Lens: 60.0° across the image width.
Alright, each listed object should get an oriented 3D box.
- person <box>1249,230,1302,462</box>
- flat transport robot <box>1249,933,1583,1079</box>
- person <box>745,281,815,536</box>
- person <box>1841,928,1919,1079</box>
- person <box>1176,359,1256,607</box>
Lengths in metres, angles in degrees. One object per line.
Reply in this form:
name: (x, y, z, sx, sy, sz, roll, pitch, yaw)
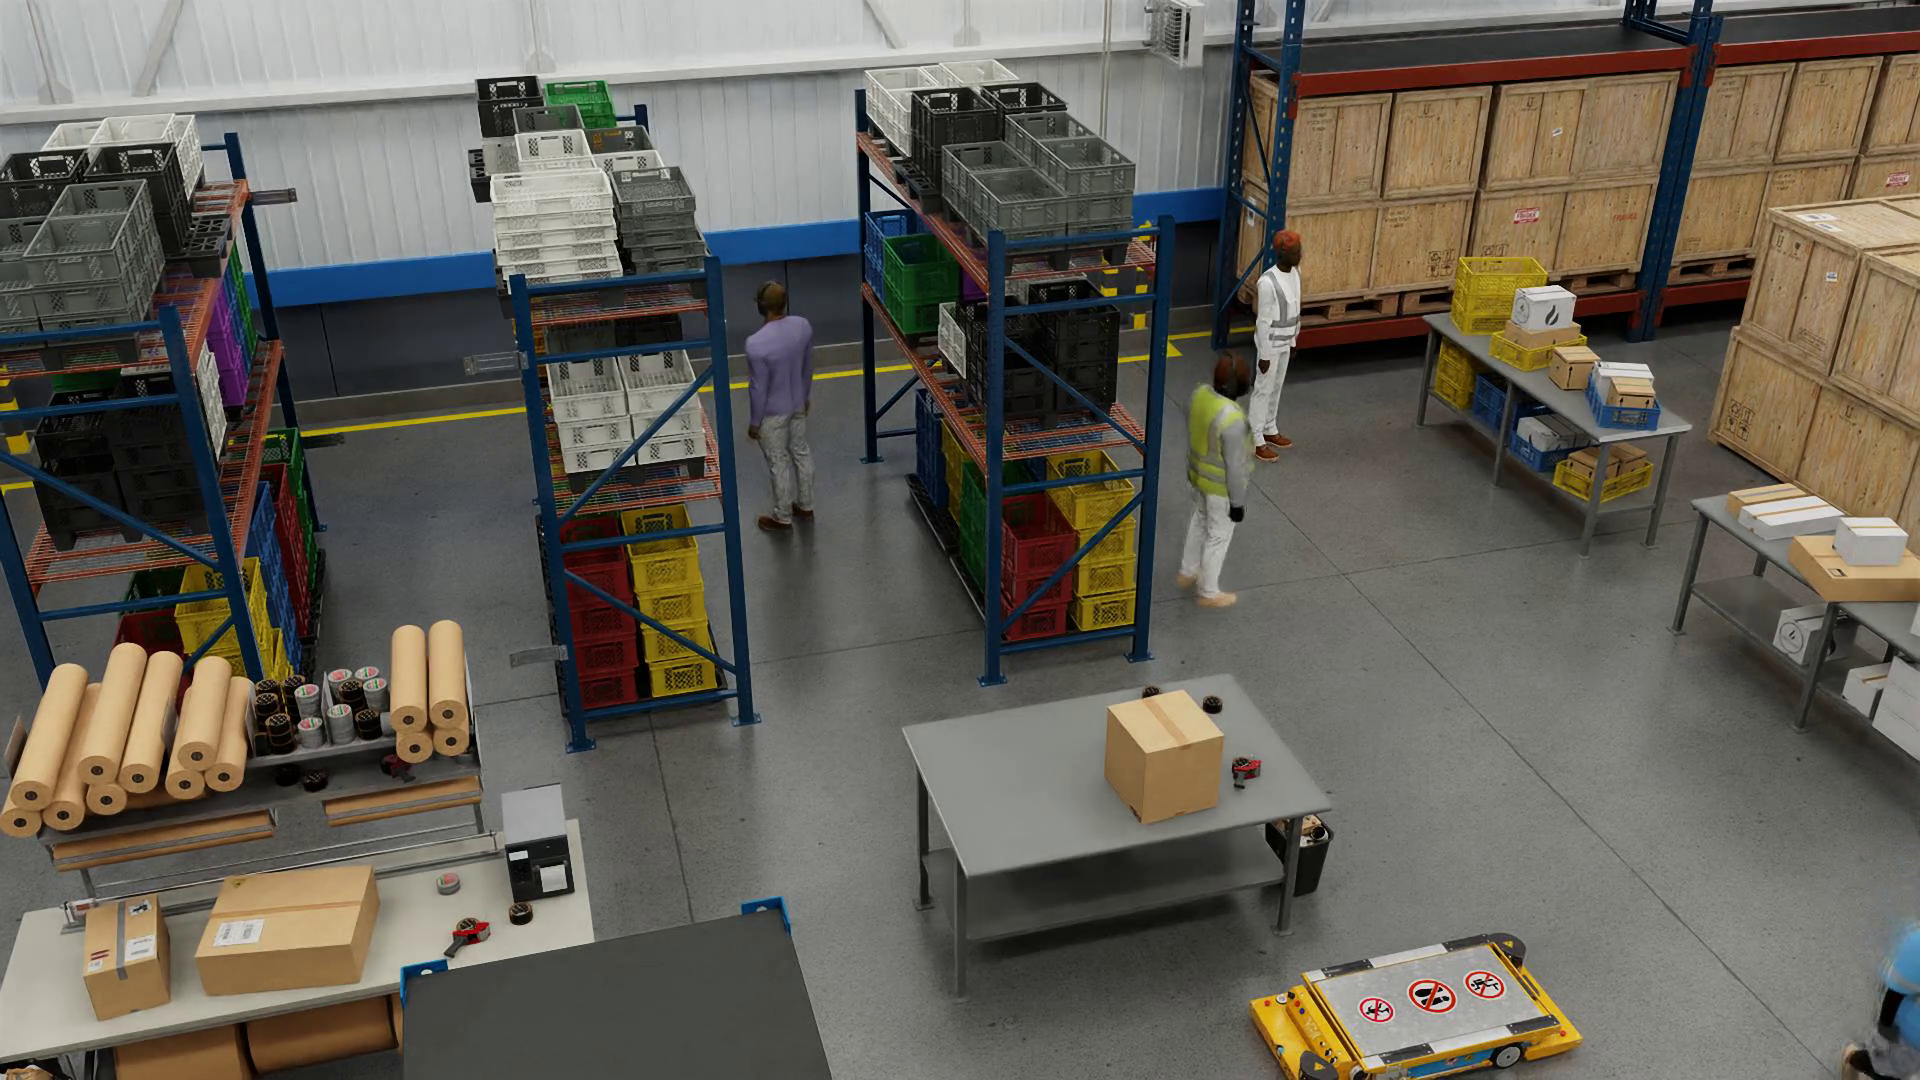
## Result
person: (2.539, -1.562, 13.315, 0.355, 1.883, 0.575, 18, 33, 29)
flat transport robot: (2.184, 2.282, 7.980, 1.431, 0.197, 0.652, -8, 30, -14)
person: (-1.312, -0.965, 12.170, 0.353, 1.937, 0.635, 20, 35, 32)
person: (4.106, 2.001, 7.045, 0.541, 1.670, 0.732, 4, 29, 8)
person: (1.754, -0.404, 11.292, 0.429, 1.821, 0.711, -9, 30, -15)
